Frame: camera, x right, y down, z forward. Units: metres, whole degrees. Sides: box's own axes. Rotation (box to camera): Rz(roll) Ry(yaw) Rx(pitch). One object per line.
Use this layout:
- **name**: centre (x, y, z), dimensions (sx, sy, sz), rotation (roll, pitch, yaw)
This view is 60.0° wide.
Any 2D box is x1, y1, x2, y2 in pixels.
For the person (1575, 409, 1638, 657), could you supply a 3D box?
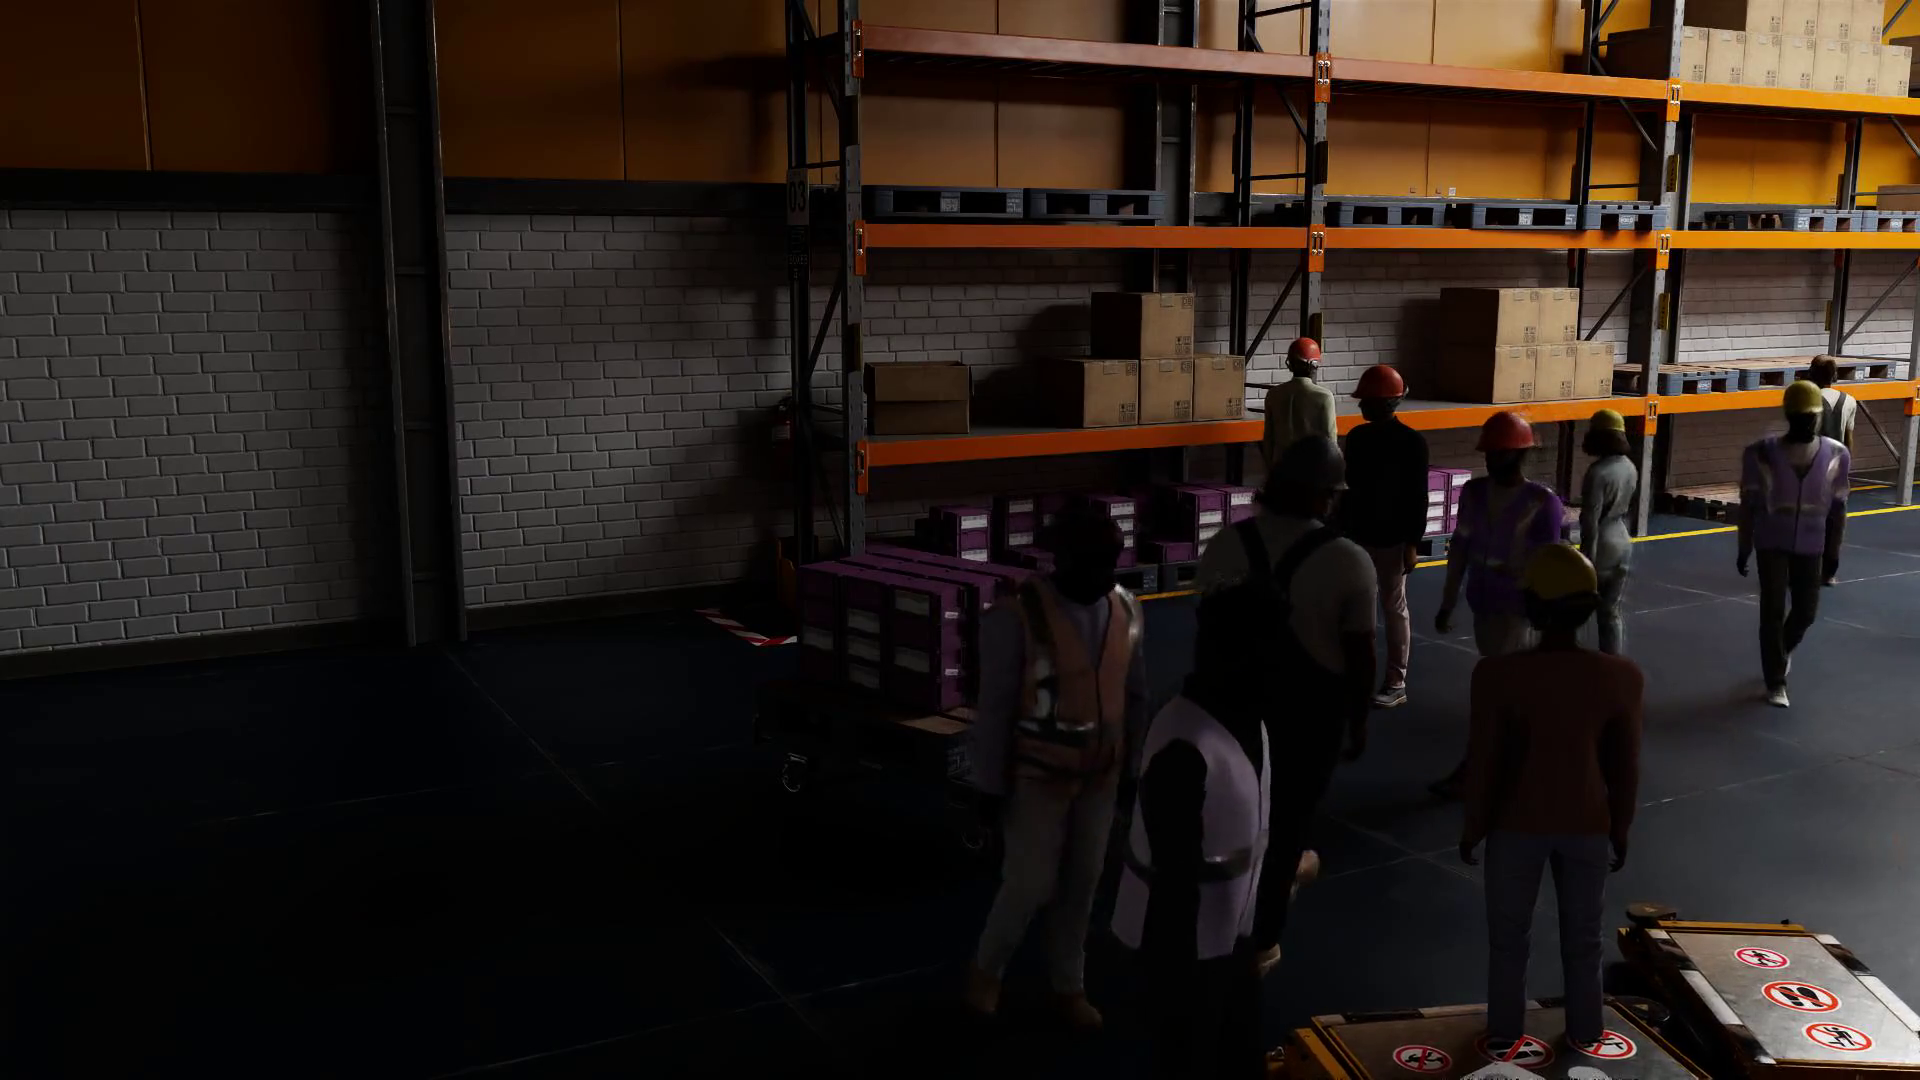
- **person**: centre (3.763, 0.084, 9.896), dimensions (0.526, 1.717, 0.461), rotation (-7, 12, -33)

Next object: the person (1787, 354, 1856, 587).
- **person**: centre (6.760, -0.538, 13.111), dimensions (0.516, 1.842, 0.324), rotation (-1, 10, -6)

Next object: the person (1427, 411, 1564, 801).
- **person**: centre (2.708, 0.299, 8.198), dimensions (0.962, 1.899, 0.558), rotation (-6, 12, -33)

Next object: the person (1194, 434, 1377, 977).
- **person**: centre (1.266, 0.545, 6.304), dimensions (0.688, 2.000, 1.035), rotation (6, 12, 32)

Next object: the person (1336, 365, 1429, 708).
- **person**: centre (2.437, -0.024, 9.718), dimensions (0.375, 1.992, 0.622), rotation (-7, 12, -34)

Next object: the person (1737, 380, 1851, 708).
- **person**: centre (4.901, -0.001, 9.838), dimensions (0.592, 1.909, 0.658), rotation (2, 10, 14)

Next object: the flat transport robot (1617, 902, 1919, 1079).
- **flat transport robot**: centre (2.737, 1.566, 5.516), dimensions (0.652, 0.197, 1.431), rotation (1, 10, 4)

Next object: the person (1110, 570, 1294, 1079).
- **person**: centre (0.530, 0.994, 4.148), dimensions (0.714, 1.888, 0.615), rotation (5, 11, 26)

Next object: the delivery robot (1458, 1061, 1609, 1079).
- **delivery robot**: centre (1.596, 1.596, 4.262), dimensions (0.477, 0.478, 0.707), rotation (-7, 12, -36)

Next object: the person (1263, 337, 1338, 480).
- **person**: centre (2.601, -0.544, 12.698), dimensions (0.612, 1.997, 0.375), rotation (8, 13, 40)

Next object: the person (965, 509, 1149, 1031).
- **person**: centre (0.342, 0.782, 5.618), dimensions (0.661, 1.816, 0.486), rotation (-6, 12, -32)

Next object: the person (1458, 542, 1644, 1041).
- **person**: centre (1.809, 0.884, 5.137), dimensions (0.533, 1.770, 0.304), rotation (0, 10, 2)

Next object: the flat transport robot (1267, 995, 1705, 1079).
- **flat transport robot**: centre (1.606, 1.647, 5.051), dimensions (1.431, 0.197, 0.652), rotation (-2, 10, -9)
